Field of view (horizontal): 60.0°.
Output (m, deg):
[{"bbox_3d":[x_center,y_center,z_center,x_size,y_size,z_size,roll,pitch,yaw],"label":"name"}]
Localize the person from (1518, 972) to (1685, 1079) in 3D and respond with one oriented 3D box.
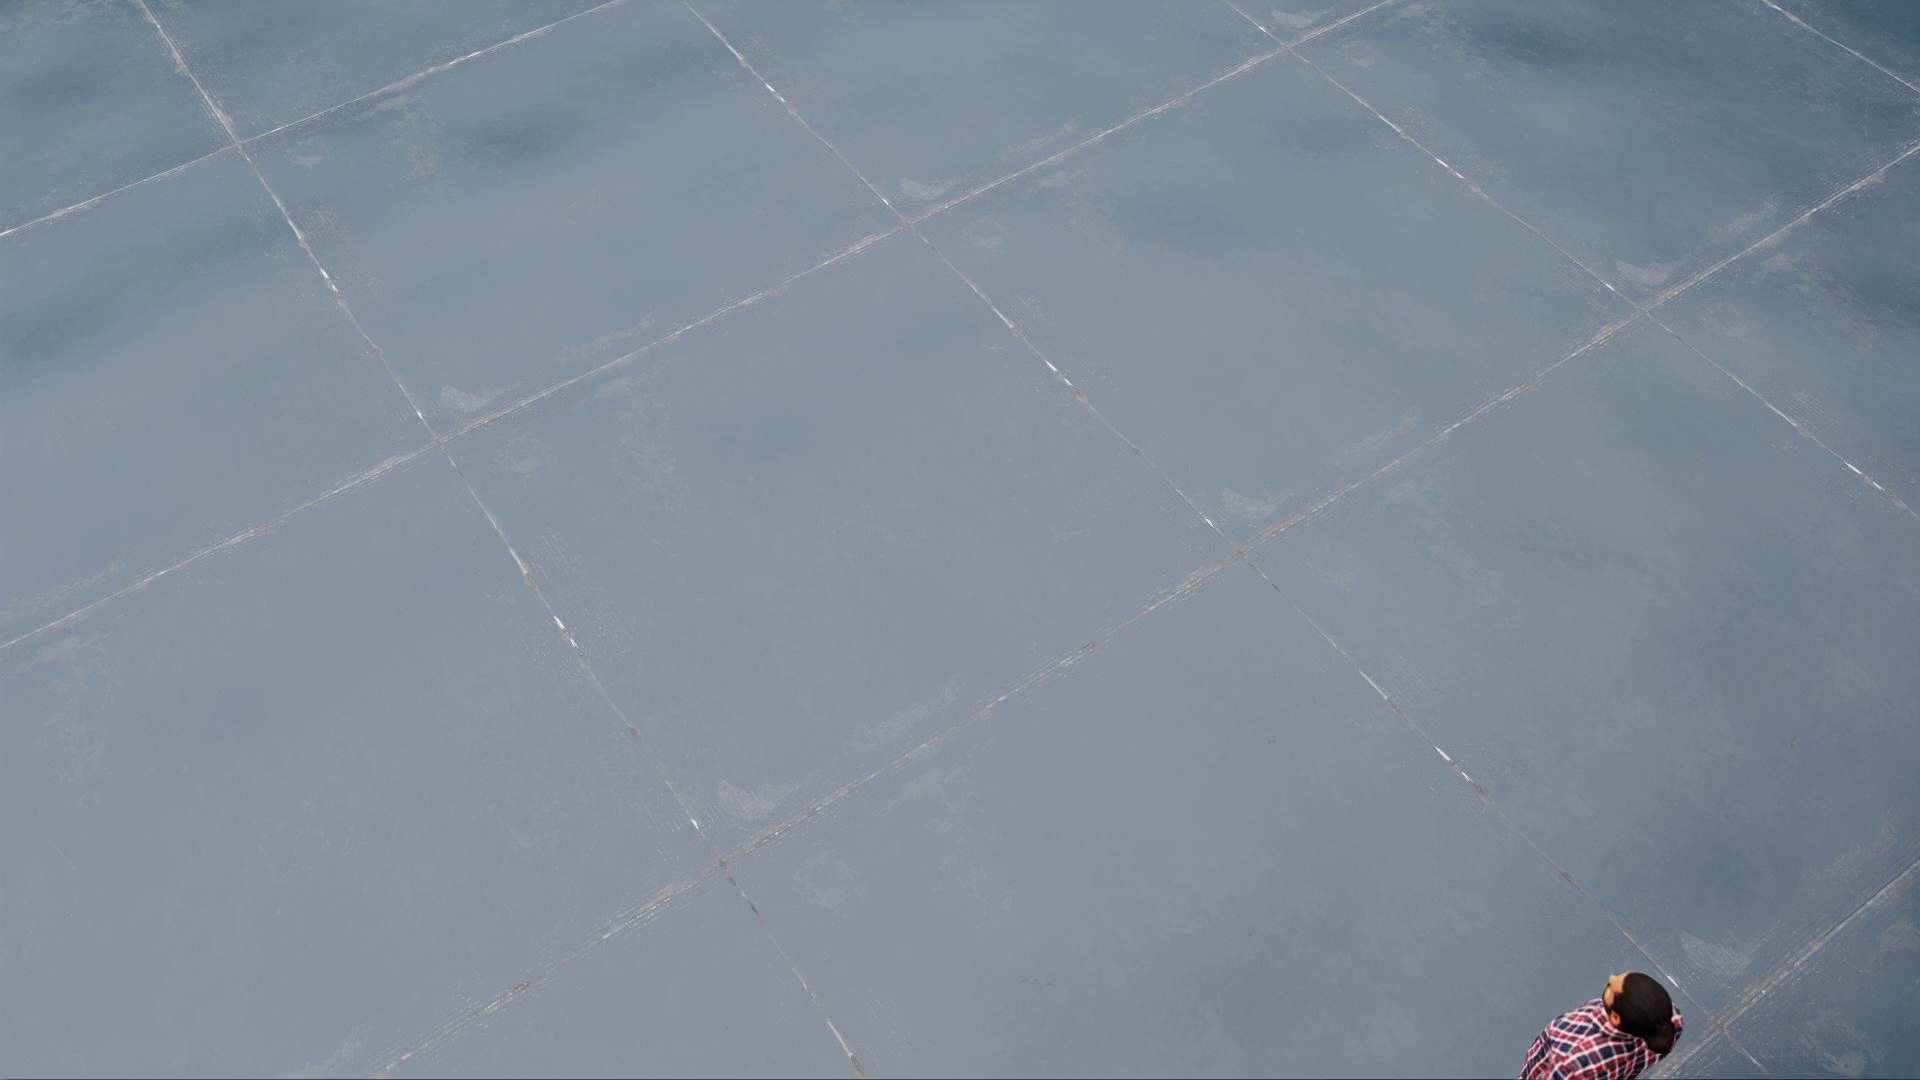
[{"bbox_3d":[2.132,1.911,5.819,0.708,1.760,0.614,-23,56,-17],"label":"person"}]
